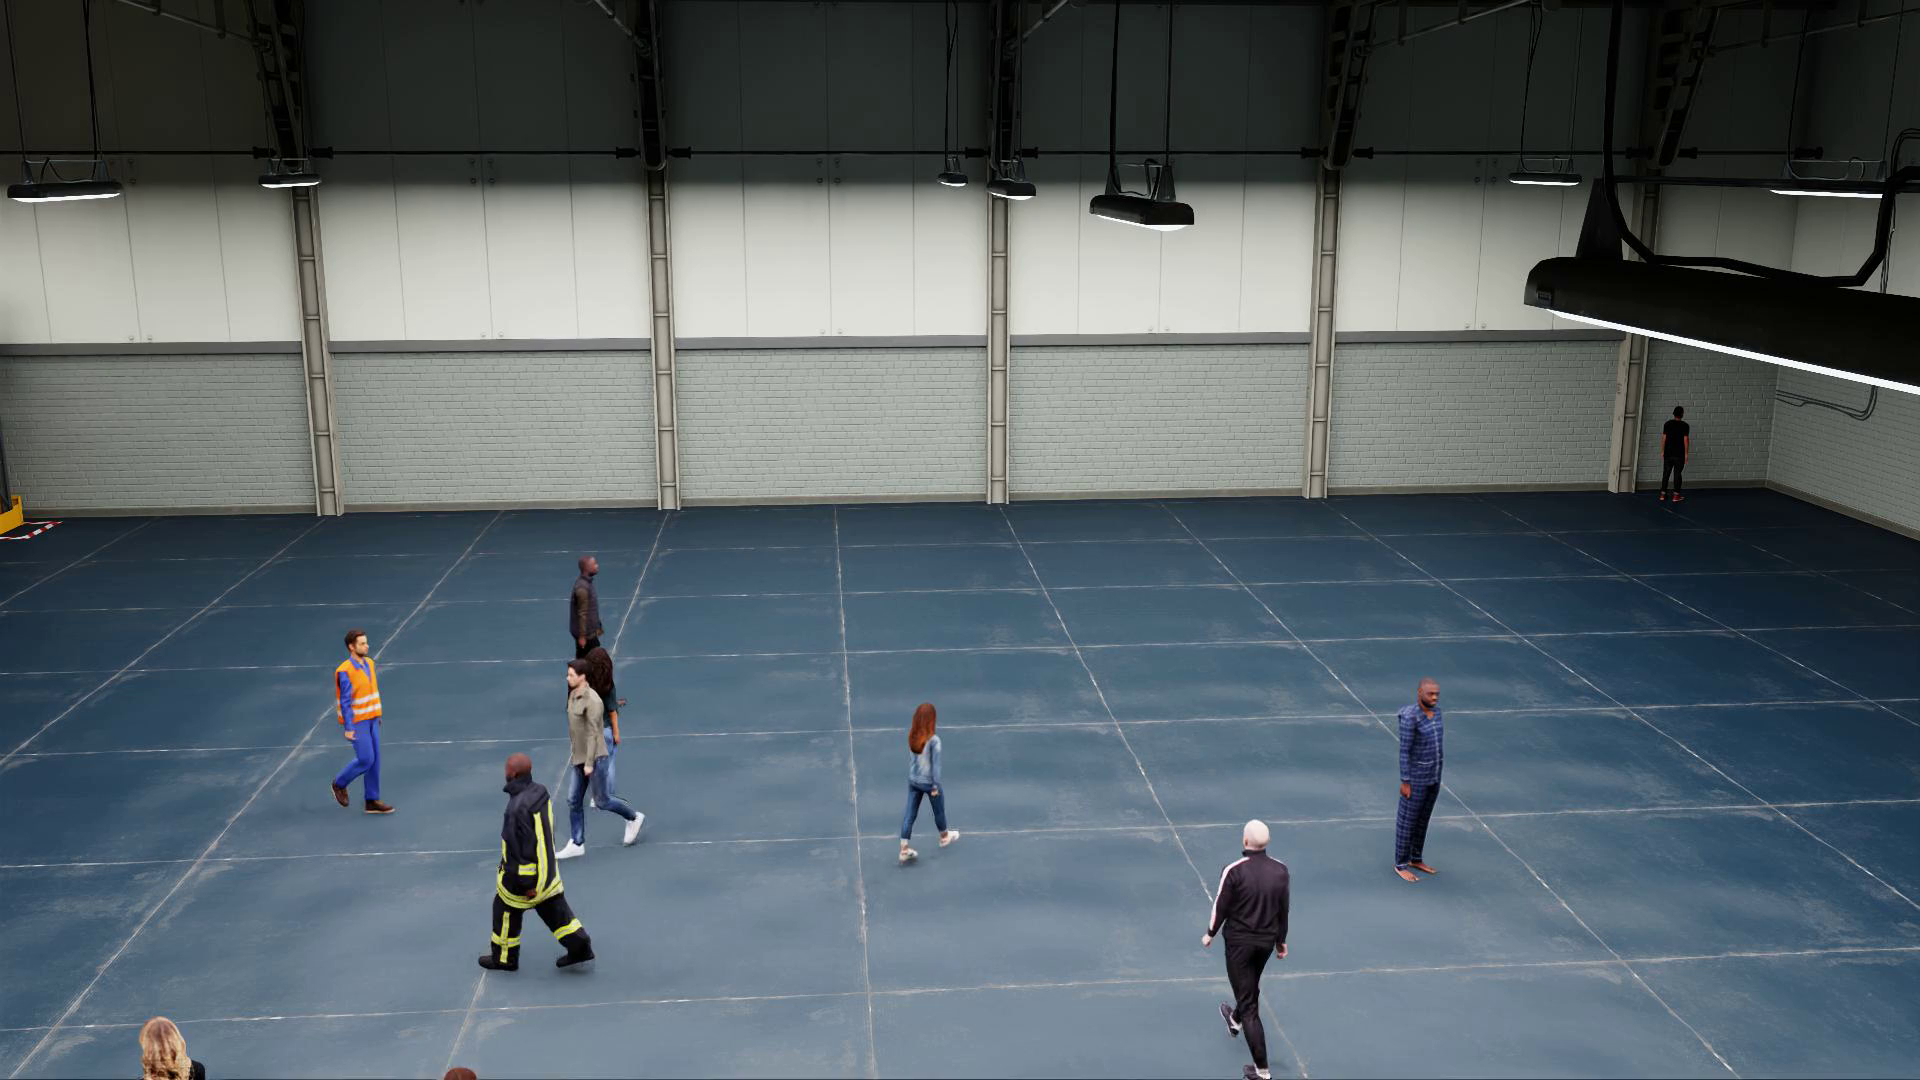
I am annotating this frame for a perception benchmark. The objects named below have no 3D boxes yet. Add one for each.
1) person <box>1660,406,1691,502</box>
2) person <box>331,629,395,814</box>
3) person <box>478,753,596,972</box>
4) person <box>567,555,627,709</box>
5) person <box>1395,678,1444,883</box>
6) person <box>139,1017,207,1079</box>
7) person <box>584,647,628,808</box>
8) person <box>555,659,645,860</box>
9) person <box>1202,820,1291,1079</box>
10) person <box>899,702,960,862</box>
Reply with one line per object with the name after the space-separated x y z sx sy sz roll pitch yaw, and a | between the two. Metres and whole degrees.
13.234 -1.607 30.797 0.719 1.758 0.768 12 18 42 | person
-5.842 1.759 16.041 0.968 1.856 0.855 3 13 14 | person
-3.239 2.519 12.916 1.244 1.785 0.961 3 13 12 | person
-4.376 1.080 19.082 0.920 1.807 0.753 -2 13 -9 | person
4.068 2.082 14.718 0.725 1.825 0.829 -10 16 -36 | person
-4.201 3.438 8.942 0.949 1.789 0.877 9 16 35 | person
-3.515 1.832 16.260 0.692 1.616 0.773 6 15 26 | person
-3.282 1.977 15.150 1.240 1.834 1.122 -12 18 -43 | person
2.036 2.869 11.423 1.210 1.778 0.960 -5 14 -19 | person
-0.377 2.208 15.018 0.979 1.443 1.024 10 17 37 | person
